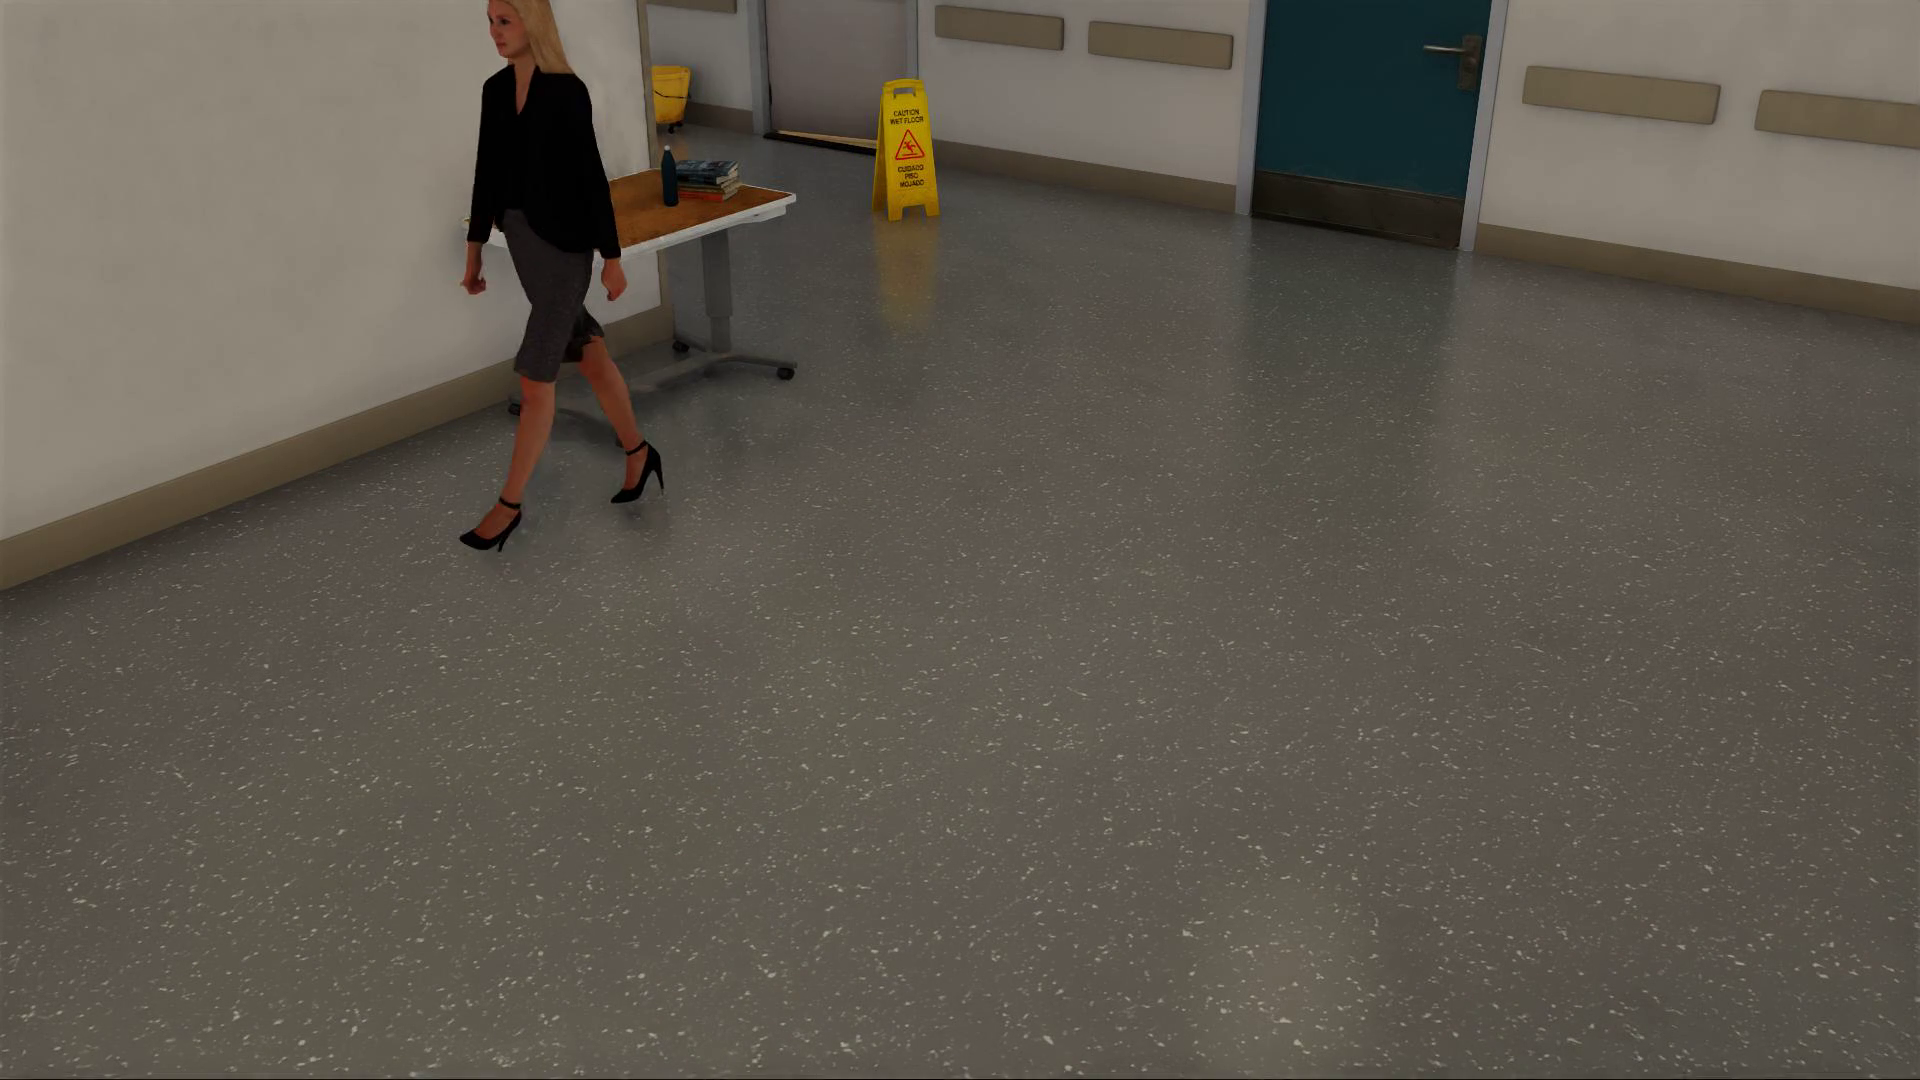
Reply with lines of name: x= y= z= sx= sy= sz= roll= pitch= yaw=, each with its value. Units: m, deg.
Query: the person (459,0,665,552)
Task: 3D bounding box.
person: x=-1.258 y=-0.881 z=5.482 sx=1.047 sy=1.794 sz=0.697 roll=17 pitch=31 yaw=32
